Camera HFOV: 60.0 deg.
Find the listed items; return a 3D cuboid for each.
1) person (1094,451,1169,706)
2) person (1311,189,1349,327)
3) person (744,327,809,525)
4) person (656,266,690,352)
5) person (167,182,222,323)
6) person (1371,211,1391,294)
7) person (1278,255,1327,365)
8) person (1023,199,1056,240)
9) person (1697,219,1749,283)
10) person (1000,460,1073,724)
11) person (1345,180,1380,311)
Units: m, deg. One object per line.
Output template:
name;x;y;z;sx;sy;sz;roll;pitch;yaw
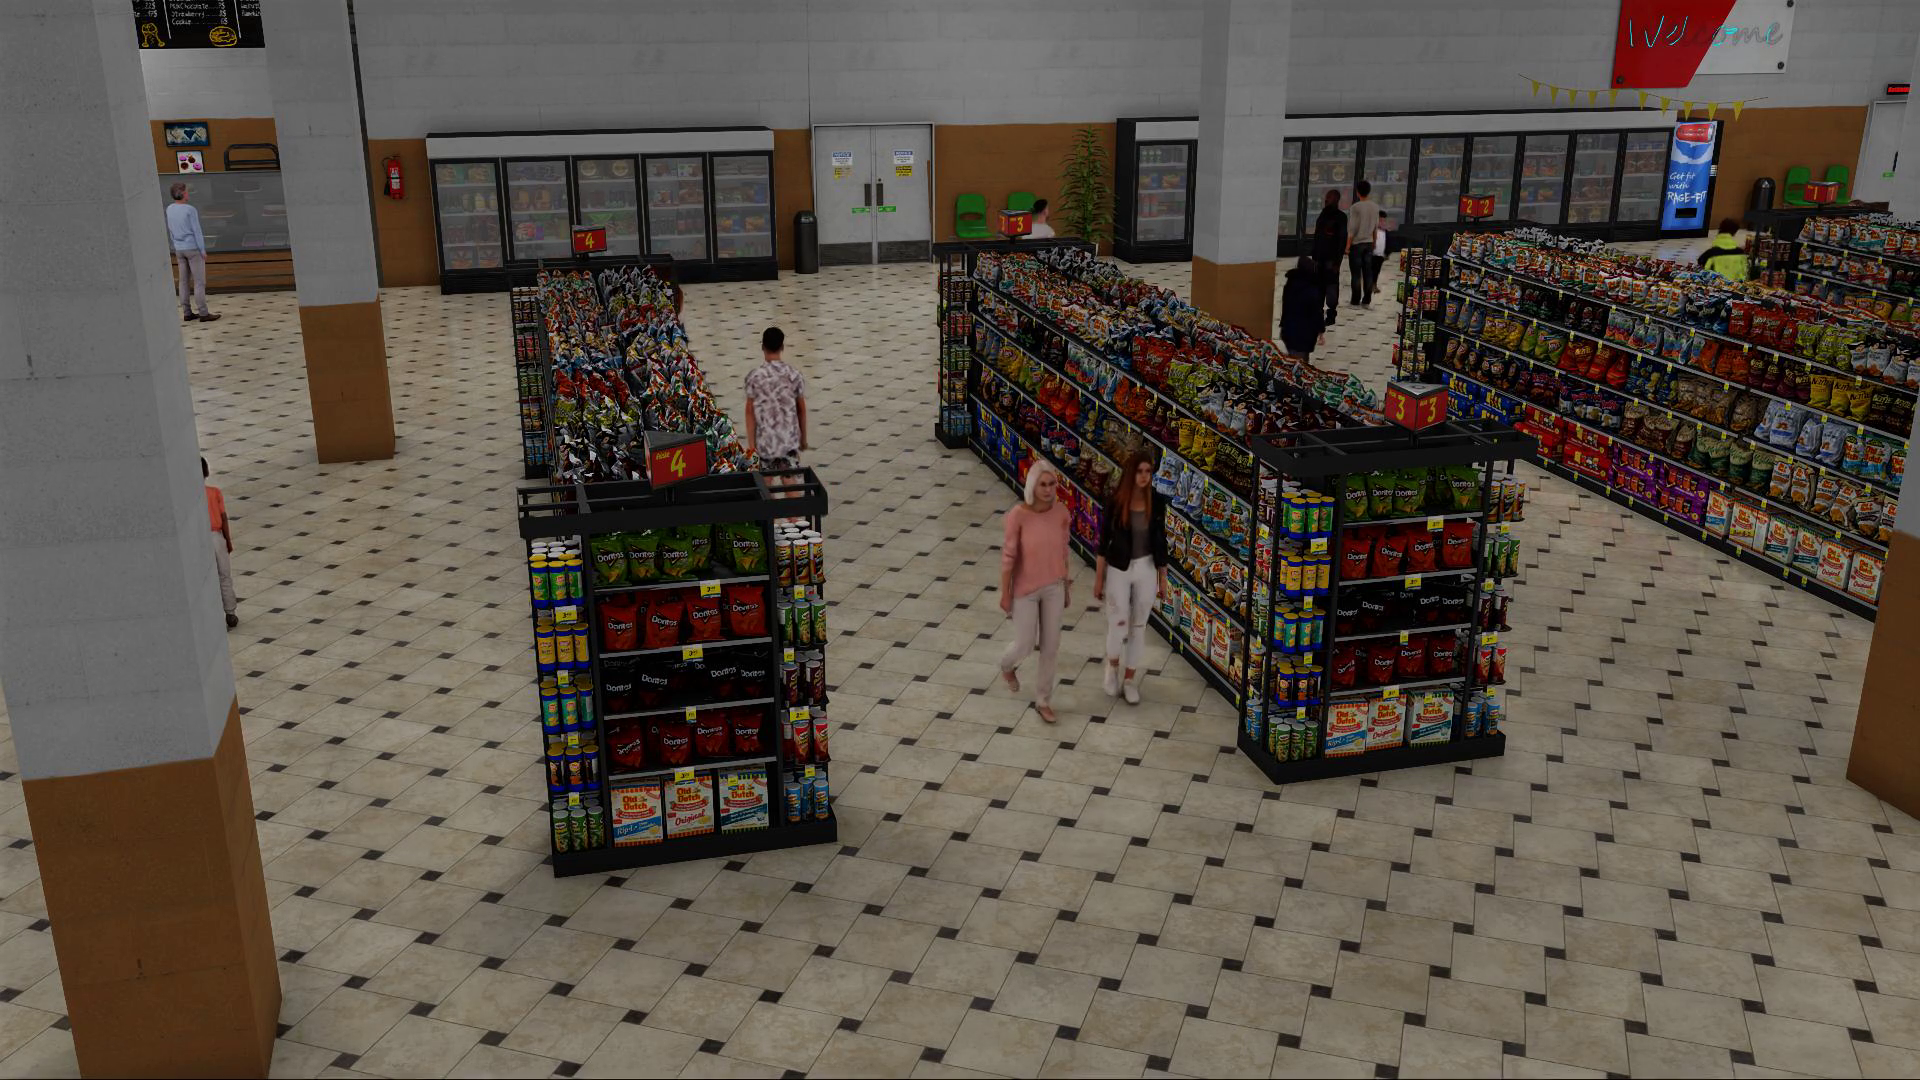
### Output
person;1.084;0.220;10.770;0.658;1.693;0.640;-2;19;-7
person;5.035;-3.871;22.697;0.831;1.825;0.668;-12;22;-32
person;-1.489;-0.810;13.672;0.681;1.790;1.115;-4;19;-12
person;-2.989;-2.075;17.565;0.885;1.700;1.194;-14;23;-35
person;-10.600;-3.960;22.851;0.749;1.894;0.770;6;20;18
person;6.260;-4.347;25.059;0.522;1.217;0.570;-6;20;-17
person;3.646;-2.232;18.158;0.951;1.619;1.100;-11;21;-29
person;0.968;-3.453;21.503;1.119;1.794;1.208;-17;25;-42
person;8.610;-2.603;18.758;0.811;1.938;0.986;-6;20;-18
person;0.455;0.290;10.541;0.707;1.706;0.897;-10;21;-27
person;5.737;-4.208;23.718;0.672;1.810;0.560;-7;20;-20
